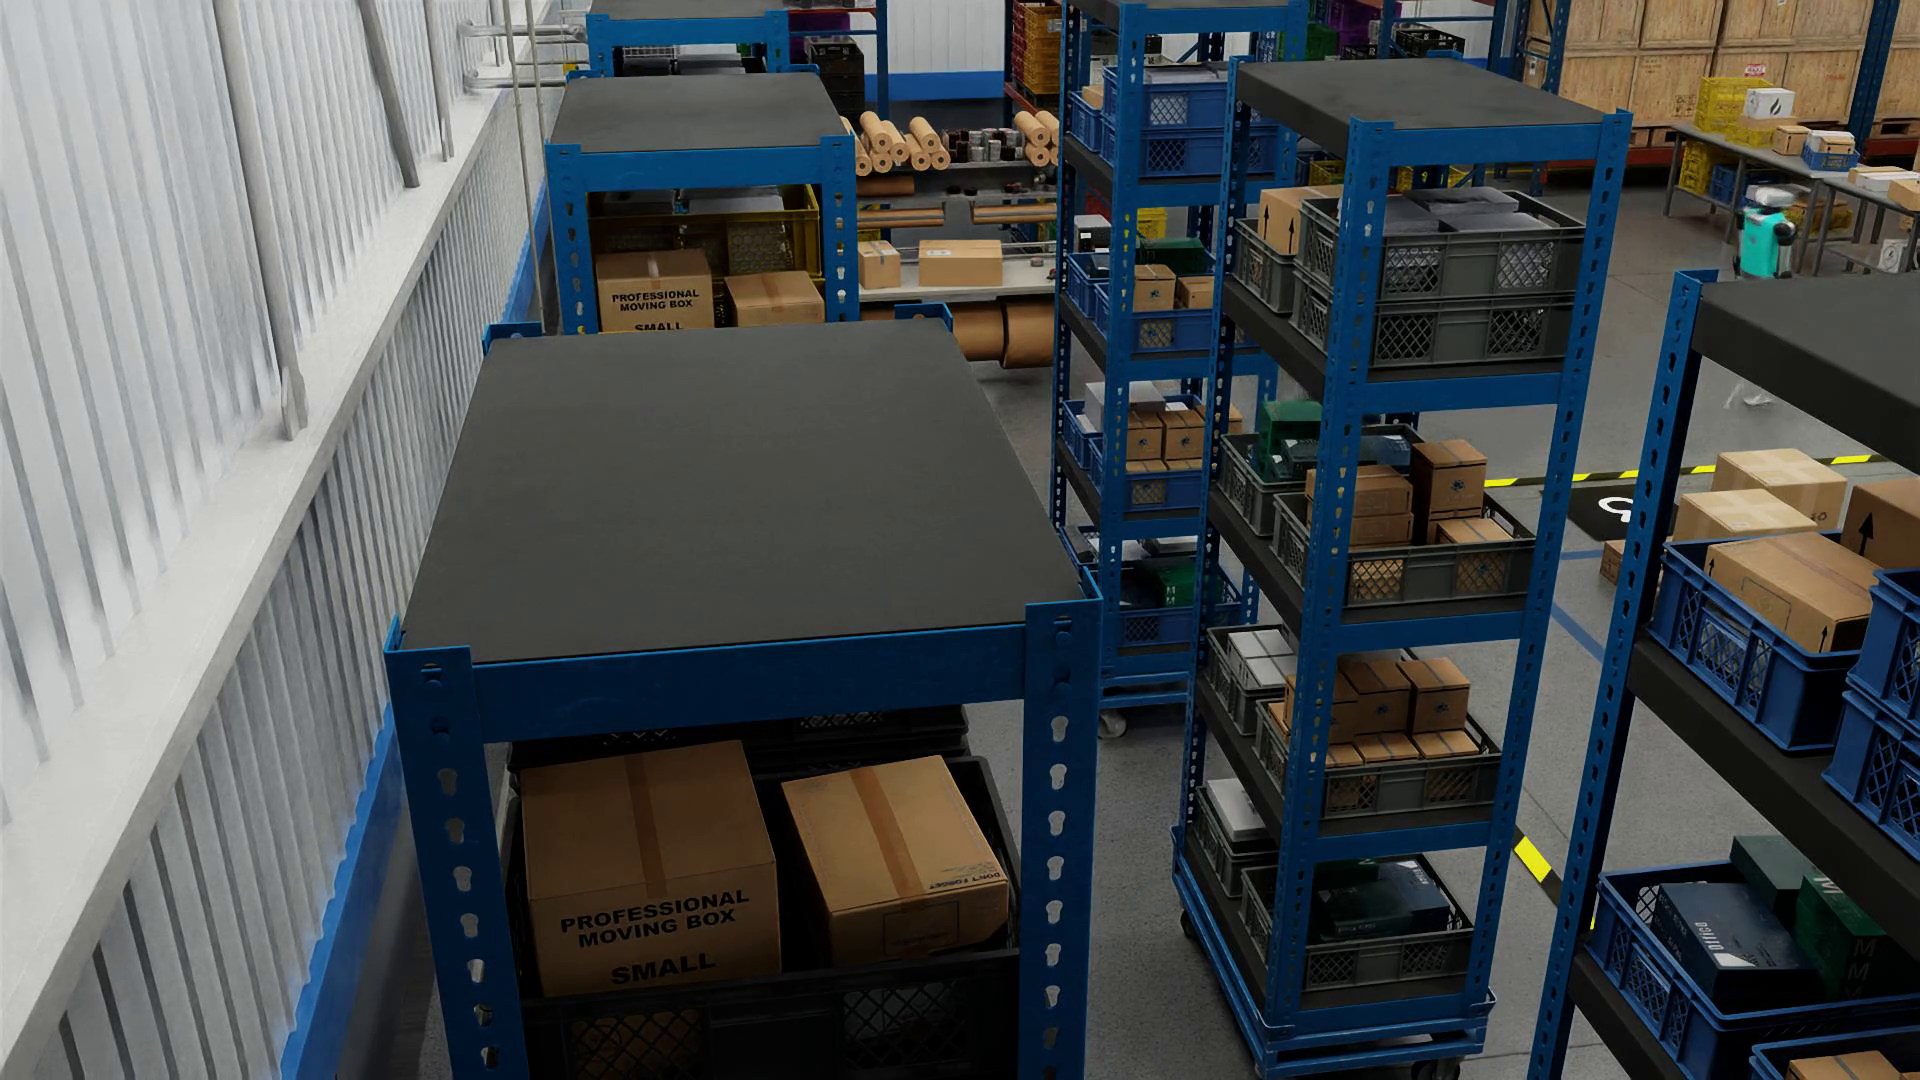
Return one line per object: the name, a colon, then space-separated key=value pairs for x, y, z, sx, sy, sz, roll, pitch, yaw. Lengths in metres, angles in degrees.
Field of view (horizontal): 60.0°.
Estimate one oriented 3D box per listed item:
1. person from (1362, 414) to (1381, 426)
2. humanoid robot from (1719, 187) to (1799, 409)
person: x=2.696 y=-1.224 z=11.106 sx=0.913 sy=1.811 sz=0.603 roll=-6 pitch=25 yaw=-12
humanoid robot: x=6.073 y=-1.739 z=12.351 sx=0.803 sy=1.797 sz=0.558 roll=-8 pitch=26 yaw=-16
